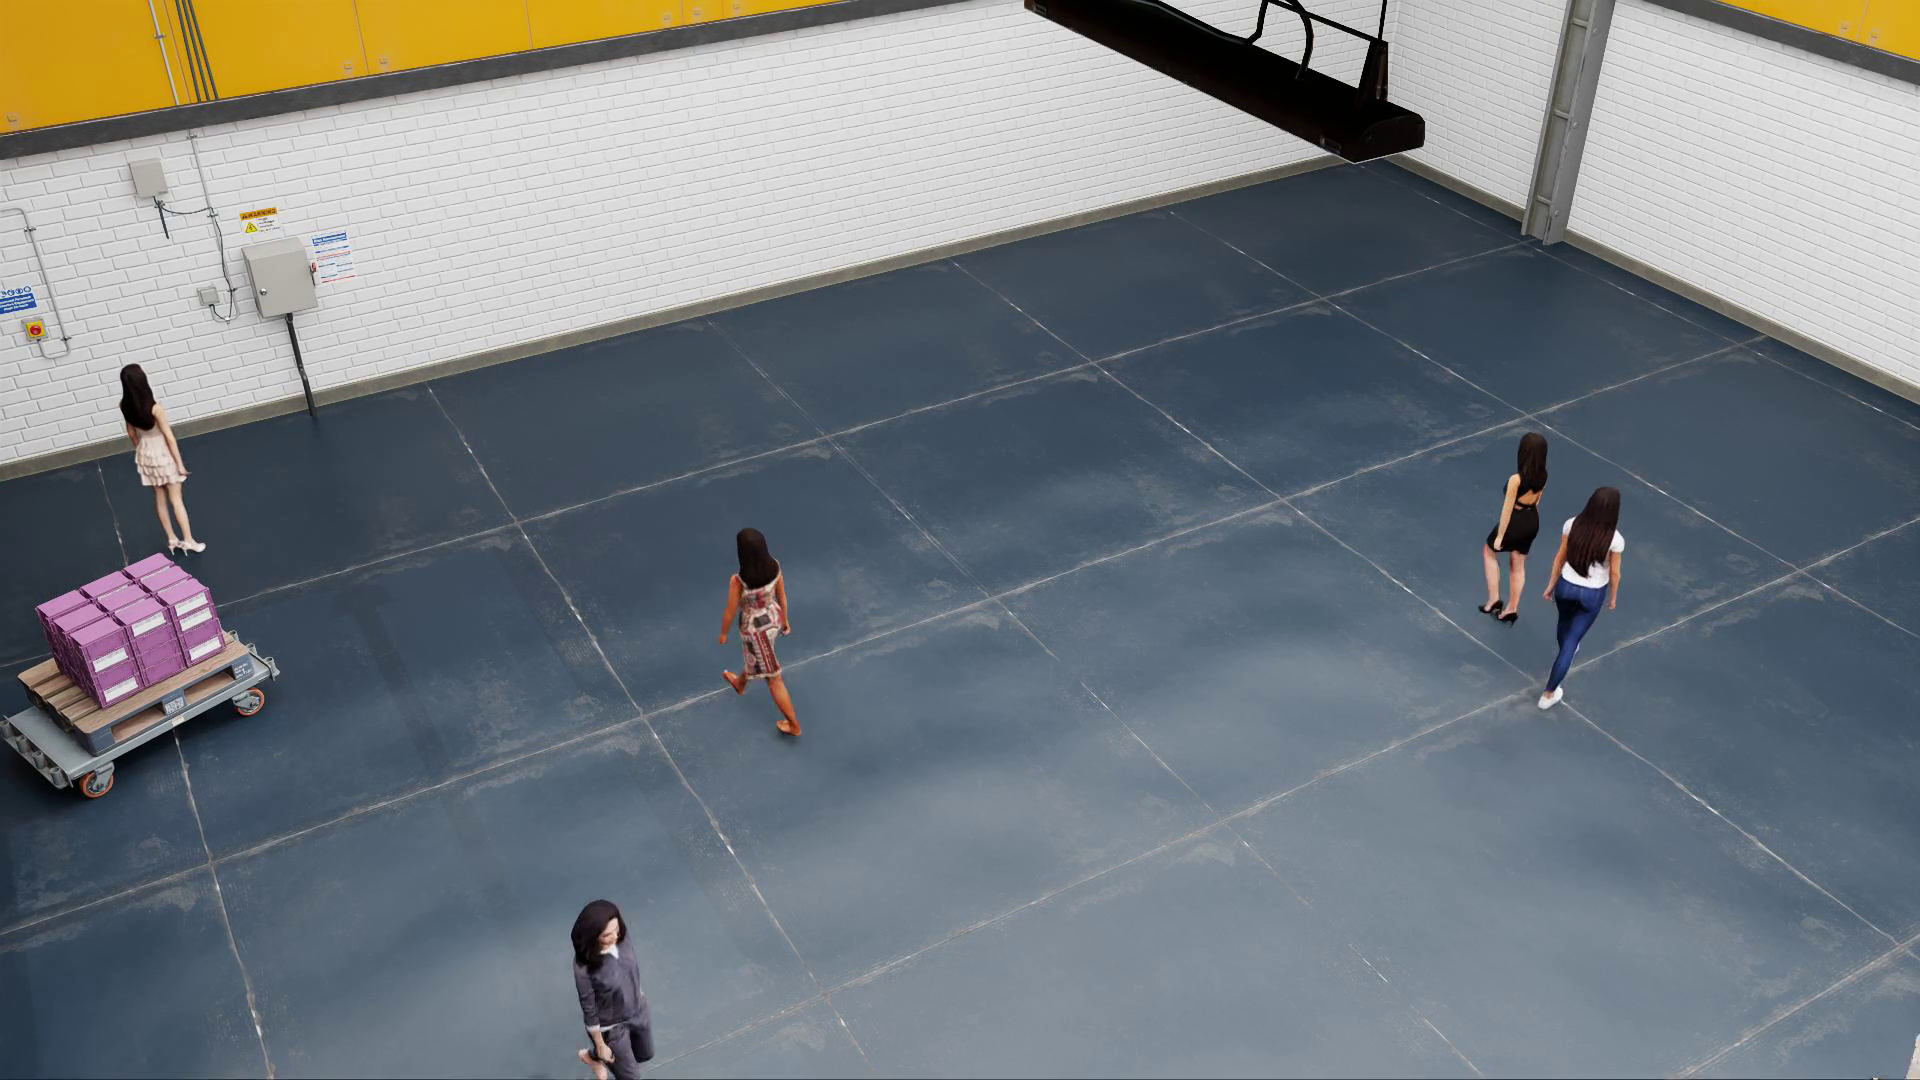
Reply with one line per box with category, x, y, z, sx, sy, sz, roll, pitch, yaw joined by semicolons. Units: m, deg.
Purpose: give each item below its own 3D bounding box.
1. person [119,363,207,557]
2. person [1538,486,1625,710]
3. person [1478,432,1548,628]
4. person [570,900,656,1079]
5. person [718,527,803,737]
person;-6.505;-0.633;13.483;0.650;1.735;0.716;10;35;15
person;4.368;0.449;11.853;1.048;1.737;0.885;26;42;33
person;4.293;-0.020;12.655;0.593;1.631;0.603;-15;37;-22
person;-1.893;2.502;8.761;0.957;1.740;0.843;15;36;21
person;-1.345;0.684;11.630;1.195;1.593;0.855;26;42;34
